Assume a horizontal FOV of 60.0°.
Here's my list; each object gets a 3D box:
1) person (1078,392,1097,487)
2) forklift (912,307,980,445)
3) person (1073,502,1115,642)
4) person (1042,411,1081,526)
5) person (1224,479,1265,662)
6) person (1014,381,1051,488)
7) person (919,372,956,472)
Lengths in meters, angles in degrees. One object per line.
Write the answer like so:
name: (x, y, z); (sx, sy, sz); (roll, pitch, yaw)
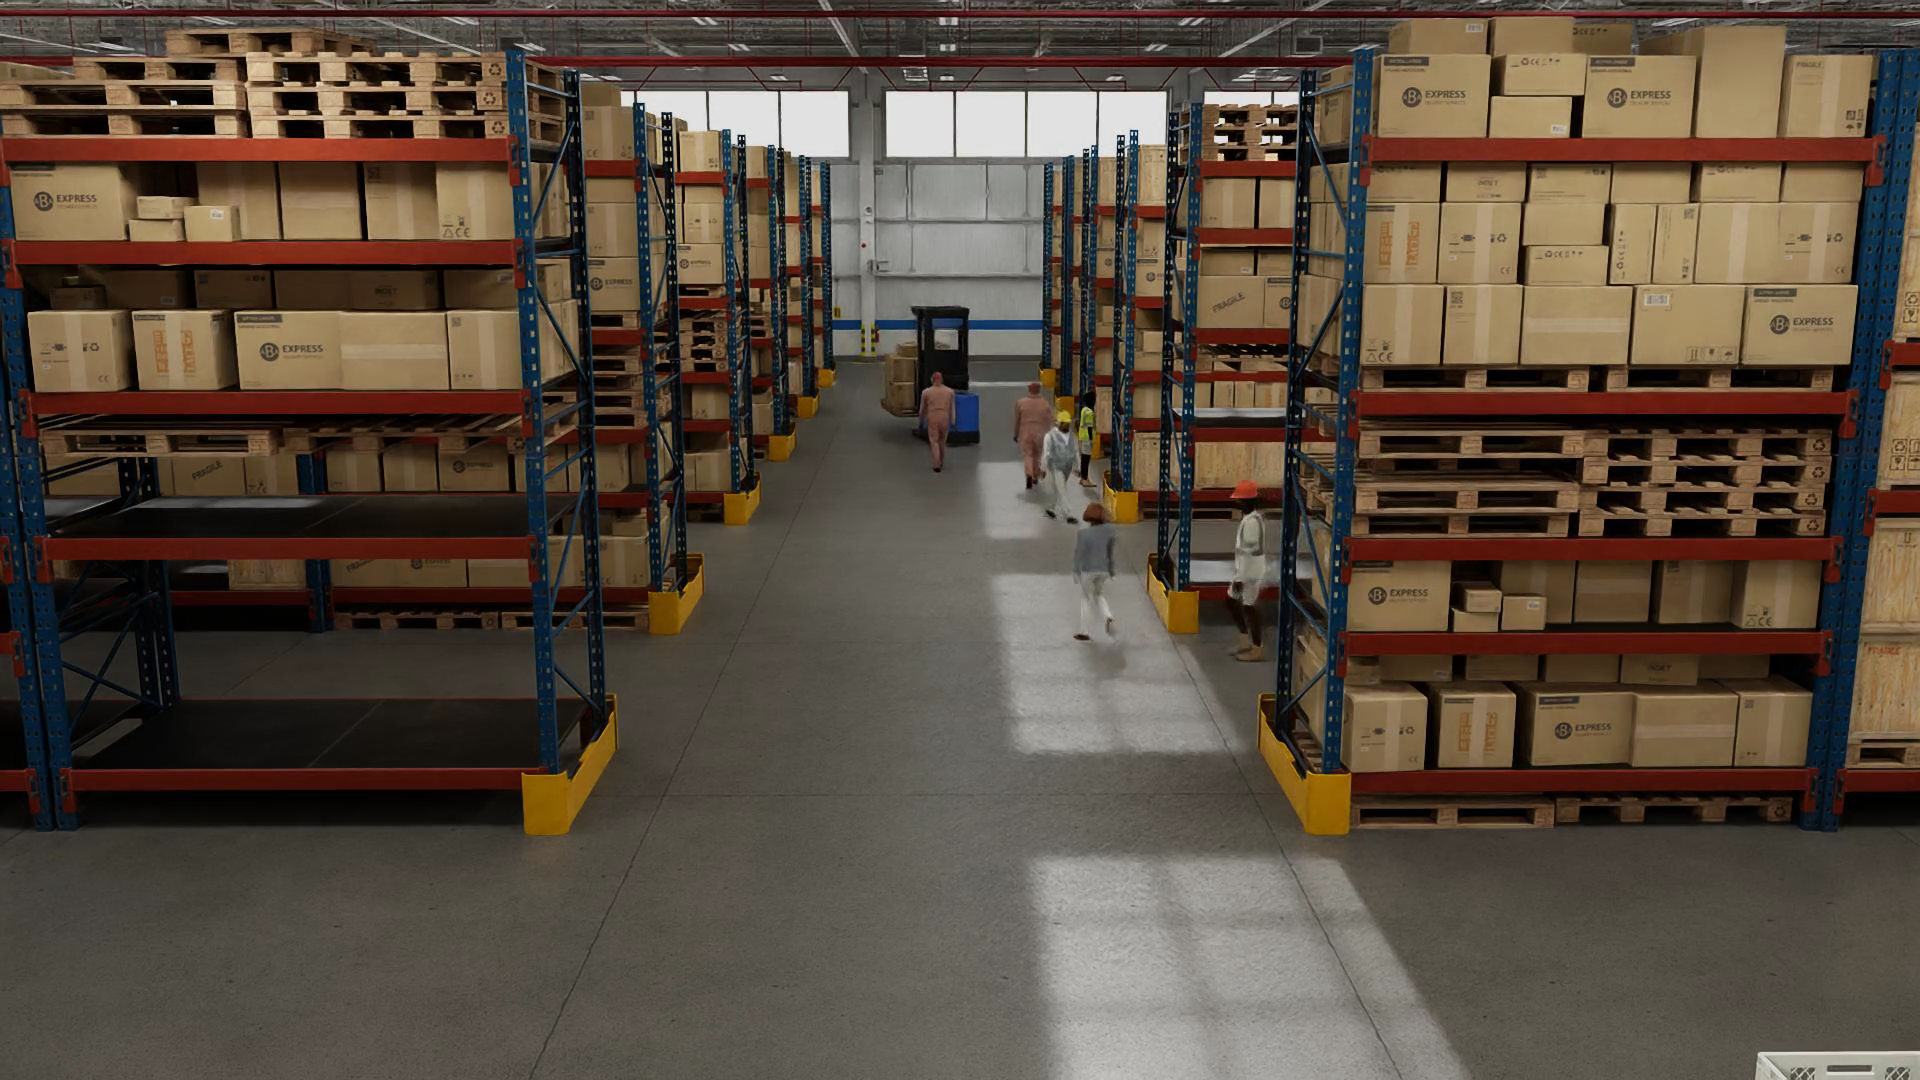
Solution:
person: (2.267, -1.791, 29.534); (0.321, 1.692, 0.530); (-1, 11, -7)
forklift: (-0.285, -3.480, 34.946); (1.129, 2.768, 1.873); (-3, 12, -12)
person: (1.555, 0.371, 18.997); (0.568, 1.610, 0.445); (-6, 13, -28)
person: (1.598, -1.157, 26.185); (0.601, 1.784, 0.946); (-8, 14, -34)
person: (3.102, 0.345, 18.129); (0.548, 2.023, 0.616); (1, 11, 4)
person: (1.287, -1.875, 29.483); (0.639, 1.882, 0.839); (-1, 11, -4)
person: (-0.434, -2.242, 31.369); (0.666, 1.852, 1.014); (-2, 12, -11)
